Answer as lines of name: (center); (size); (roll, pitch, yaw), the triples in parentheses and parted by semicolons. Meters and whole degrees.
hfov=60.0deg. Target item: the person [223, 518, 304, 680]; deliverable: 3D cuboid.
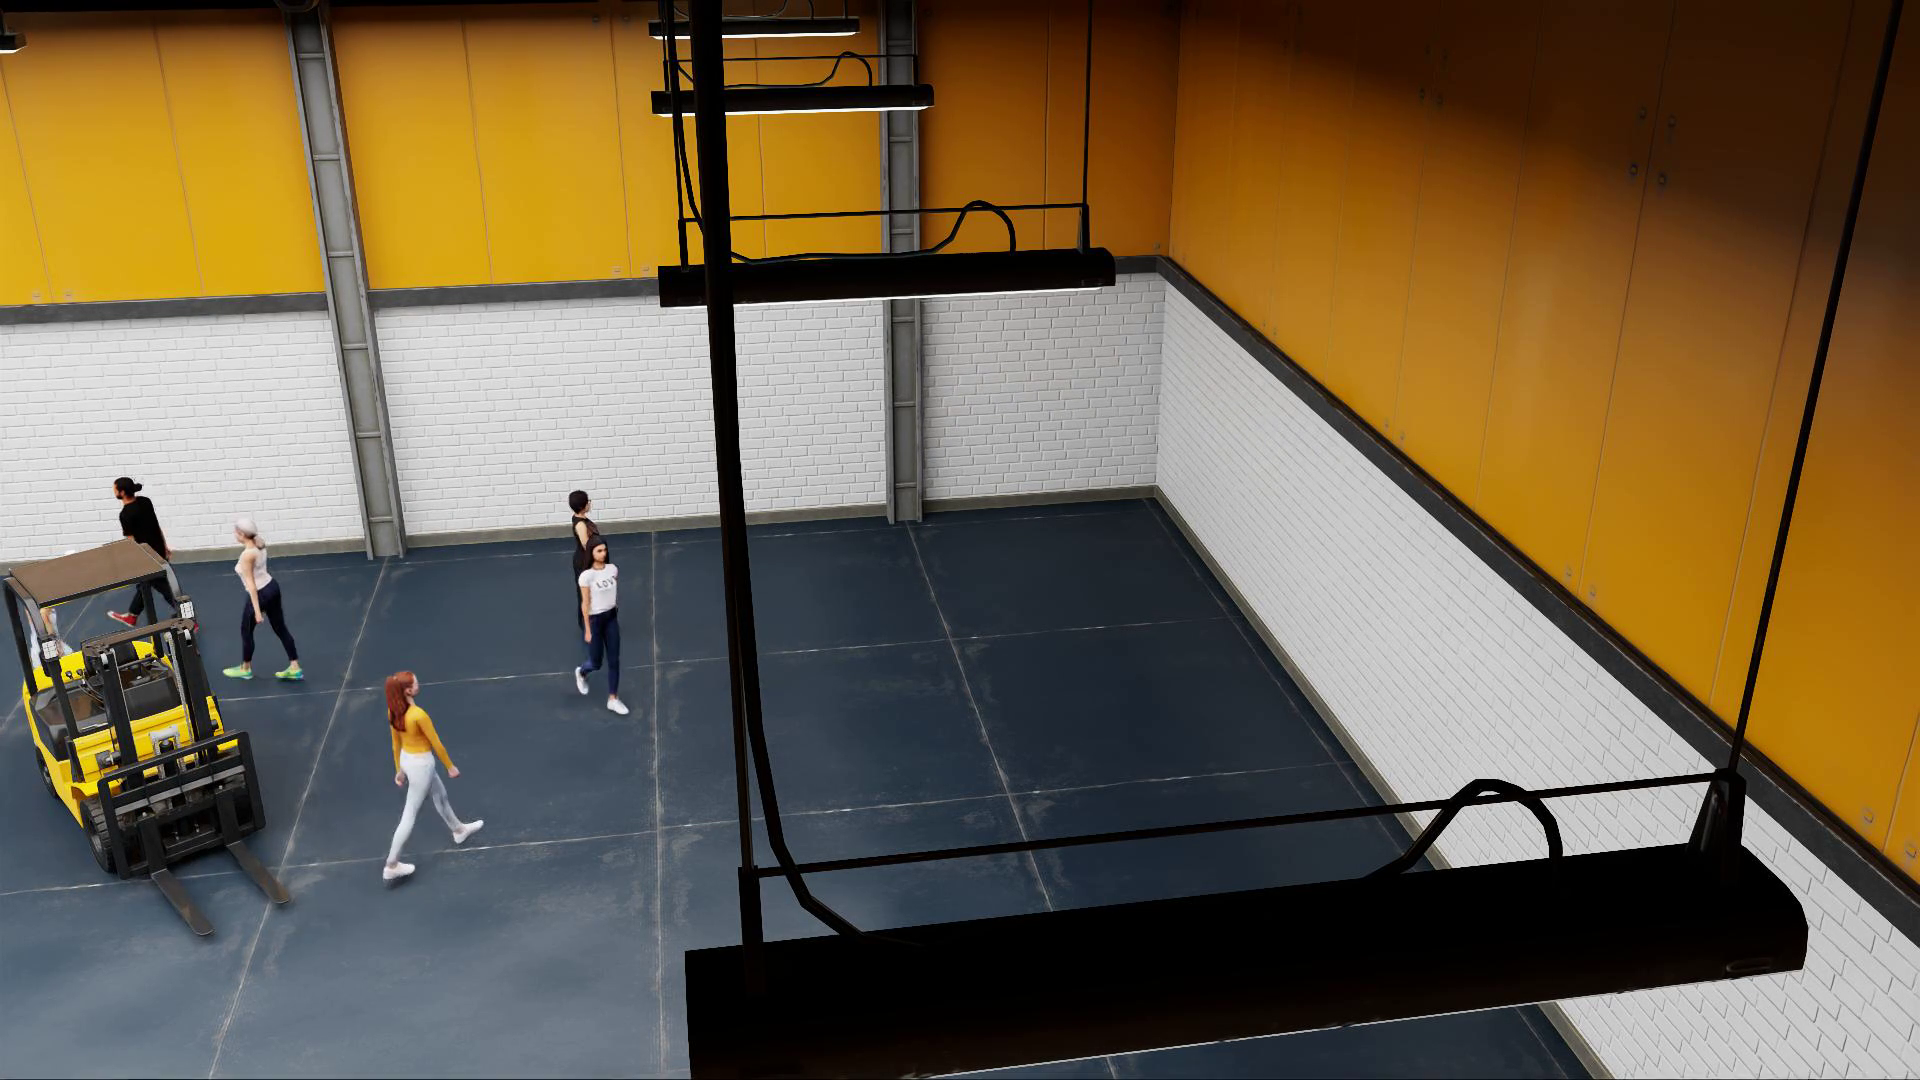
person: (-6.618, 0.596, 16.012); (1.048, 1.674, 0.794); (2, 24, 4)

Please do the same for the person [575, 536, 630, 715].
person: (-3.399, 0.780, 15.486); (0.972, 1.758, 0.937); (18, 30, 36)

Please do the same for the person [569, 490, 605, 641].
person: (-3.813, 0.248, 16.896); (0.577, 1.604, 0.618); (-10, 25, -21)

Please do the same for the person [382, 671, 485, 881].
person: (-4.315, 1.875, 13.053); (1.101, 1.701, 1.208); (17, 29, 34)

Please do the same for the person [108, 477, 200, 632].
person: (-8.155, 0.191, 16.900); (1.192, 1.706, 0.751); (0, 24, -1)
